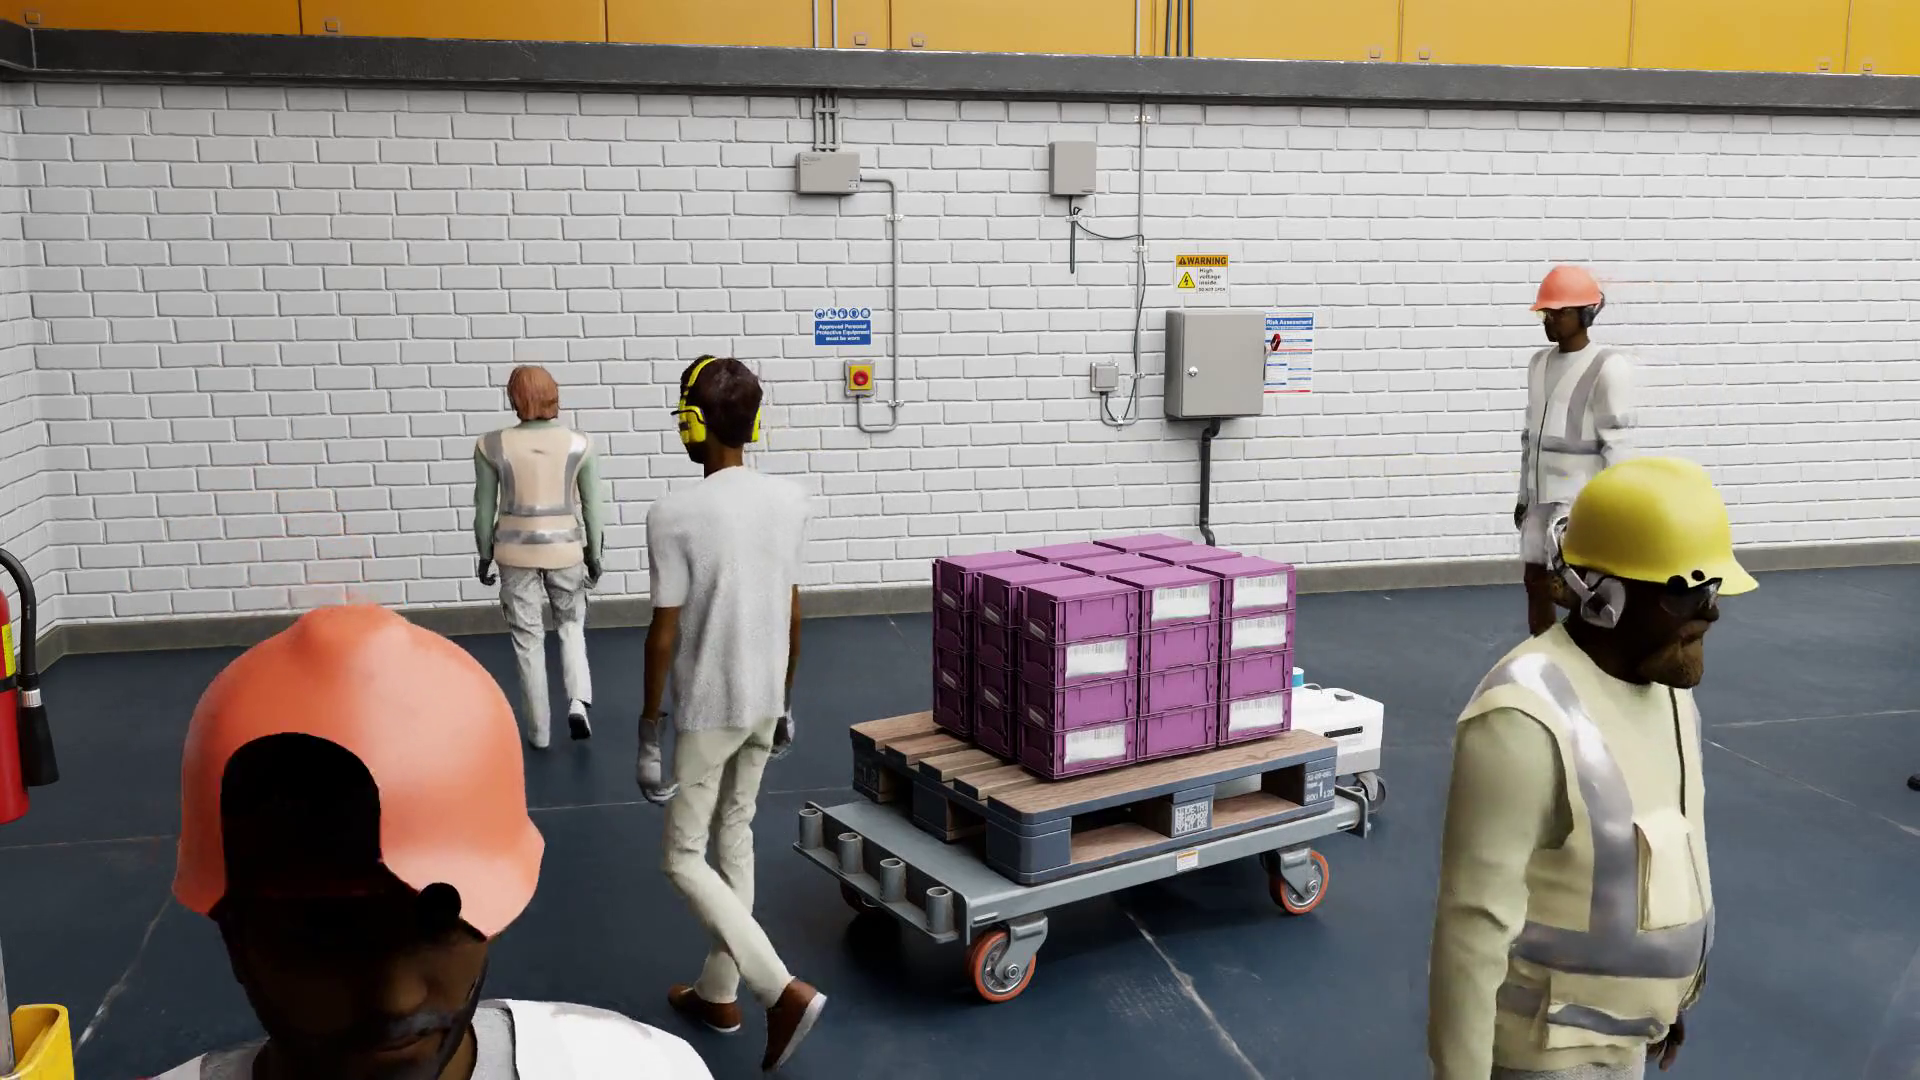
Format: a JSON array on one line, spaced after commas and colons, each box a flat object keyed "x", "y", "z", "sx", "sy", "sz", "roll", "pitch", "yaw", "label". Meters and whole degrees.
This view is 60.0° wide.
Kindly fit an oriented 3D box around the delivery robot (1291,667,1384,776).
[{"x": 1.212, "y": 0.712, "z": 6.143, "sx": 0.707, "sy": 0.478, "sz": 0.477, "roll": -5, "pitch": 11, "yaw": -27, "label": "delivery robot"}]

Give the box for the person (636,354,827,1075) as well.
[{"x": -0.586, "y": 0.453, "z": 4.265, "sx": 0.538, "sy": 1.847, "sz": 0.690, "roll": -10, "pitch": 14, "yaw": -44, "label": "person"}]

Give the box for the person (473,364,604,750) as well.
[{"x": -1.752, "y": 0.081, "z": 6.938, "sx": 0.516, "sy": 1.624, "sz": 0.371, "roll": -4, "pitch": 11, "yaw": -20, "label": "person"}]

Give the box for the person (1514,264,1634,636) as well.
[{"x": 2.766, "y": -0.213, "z": 7.461, "sx": 0.588, "sy": 2.025, "sz": 0.616, "roll": -3, "pitch": 11, "yaw": -16, "label": "person"}]

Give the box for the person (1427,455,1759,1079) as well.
[{"x": 0.984, "y": 0.752, "z": 2.696, "sx": 0.475, "sy": 1.810, "sz": 0.633, "roll": 9, "pitch": 14, "yaw": 41, "label": "person"}]

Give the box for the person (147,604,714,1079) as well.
[{"x": -0.443, "y": 0.959, "z": 1.318, "sx": 0.553, "sy": 1.898, "sz": 0.983, "roll": -4, "pitch": 11, "yaw": -22, "label": "person"}]

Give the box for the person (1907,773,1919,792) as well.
[{"x": 3.851, "y": 0.051, "z": 6.277, "sx": 0.418, "sy": 1.920, "sz": 0.565, "roll": 1, "pitch": 10, "yaw": 4, "label": "person"}]
